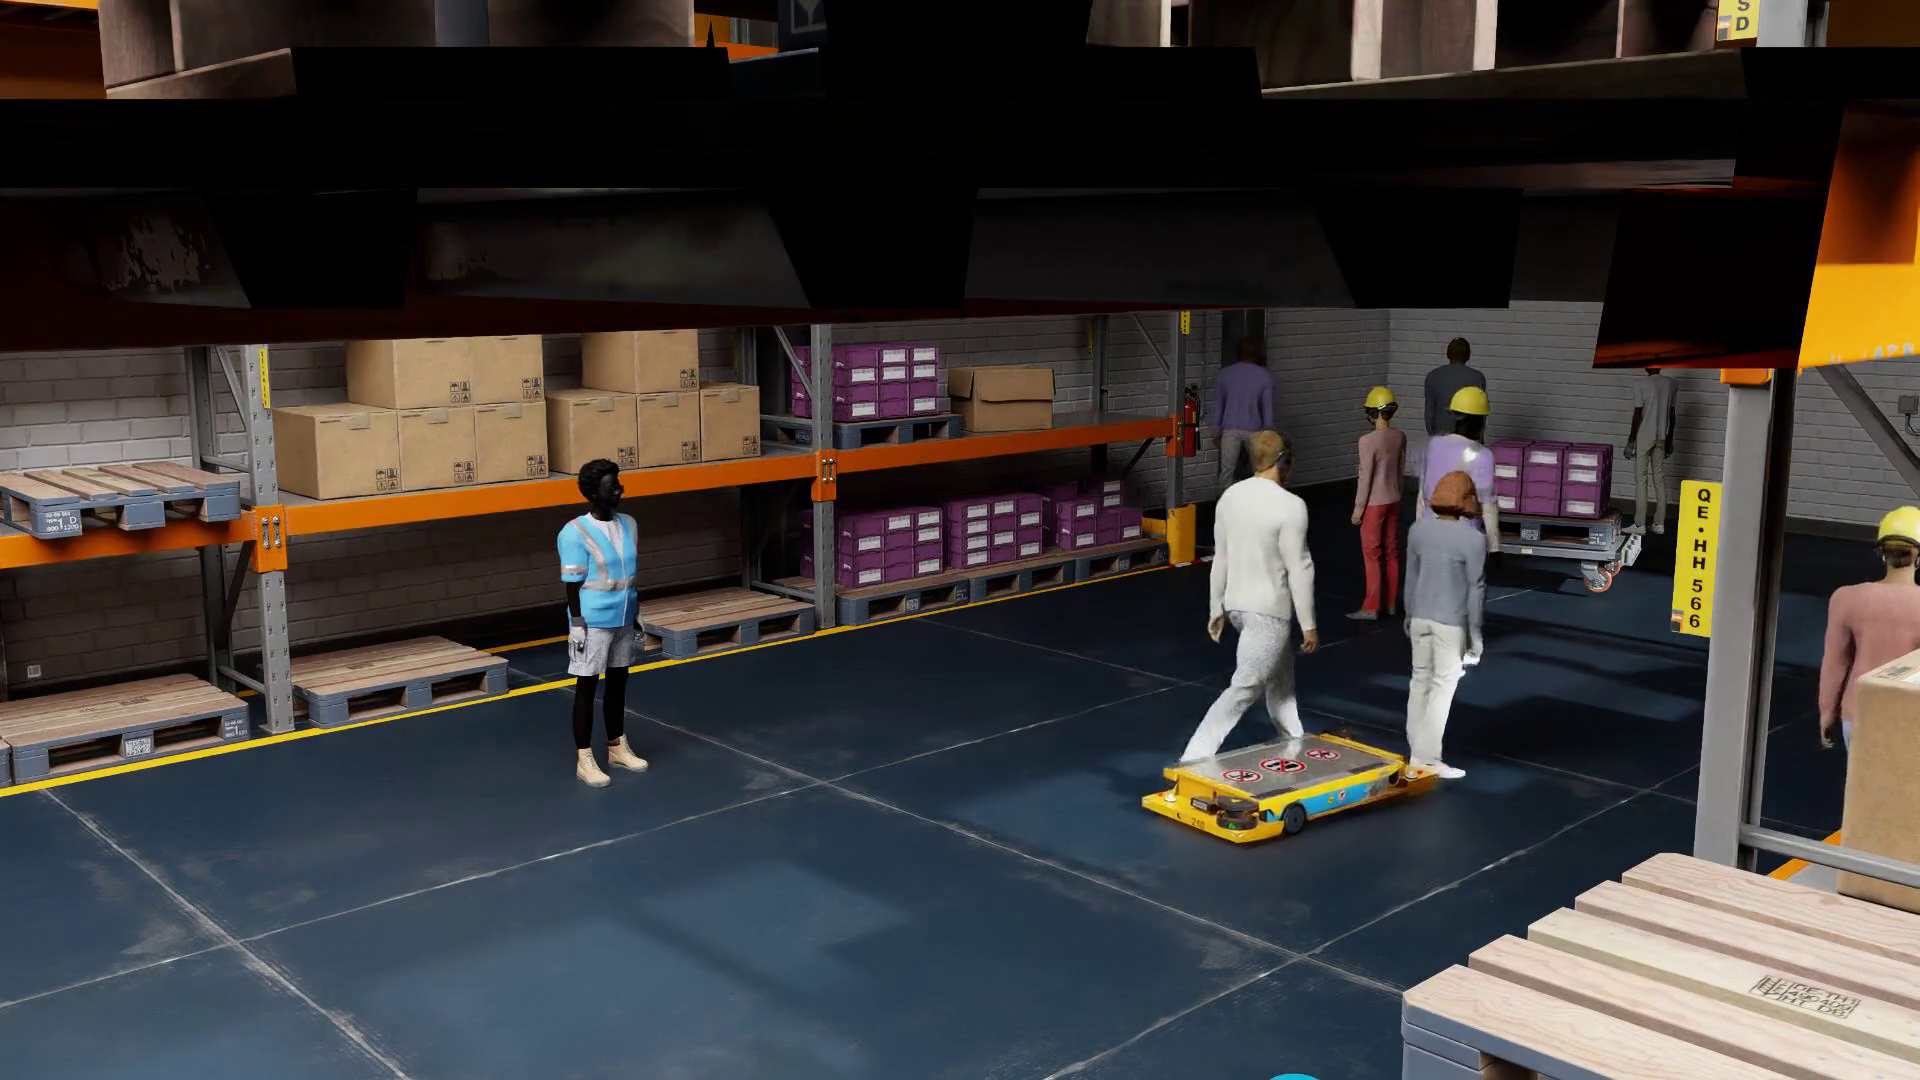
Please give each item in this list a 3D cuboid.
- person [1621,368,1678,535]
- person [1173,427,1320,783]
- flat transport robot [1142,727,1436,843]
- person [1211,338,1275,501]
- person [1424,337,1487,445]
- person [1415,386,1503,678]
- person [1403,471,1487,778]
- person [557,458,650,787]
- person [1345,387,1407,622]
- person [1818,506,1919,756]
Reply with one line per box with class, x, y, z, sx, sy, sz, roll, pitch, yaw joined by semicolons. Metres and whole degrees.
person;6.783;-0.977;16.361;0.535;1.869;0.312;-3;10;-15
person;1.496;0.366;8.498;1.044;1.886;0.633;-4;11;-24
flat transport robot;1.657;1.199;8.294;1.431;0.197;0.652;-7;12;-36
person;2.880;-1.103;16.990;0.653;1.913;0.449;3;10;17
person;4.920;-1.042;16.539;0.631;1.940;0.372;7;12;37
person;3.303;-0.043;10.794;0.727;1.900;0.608;-5;11;-25
person;2.536;0.442;8.776;0.315;1.625;0.526;-7;12;-35
person;-1.854;0.419;8.685;0.318;1.700;0.533;6;11;30
person;3.135;-0.267;12.511;0.530;1.768;0.312;-8;13;-40
person;3.867;0.721;6.861;0.892;1.725;0.528;-8;13;-40
